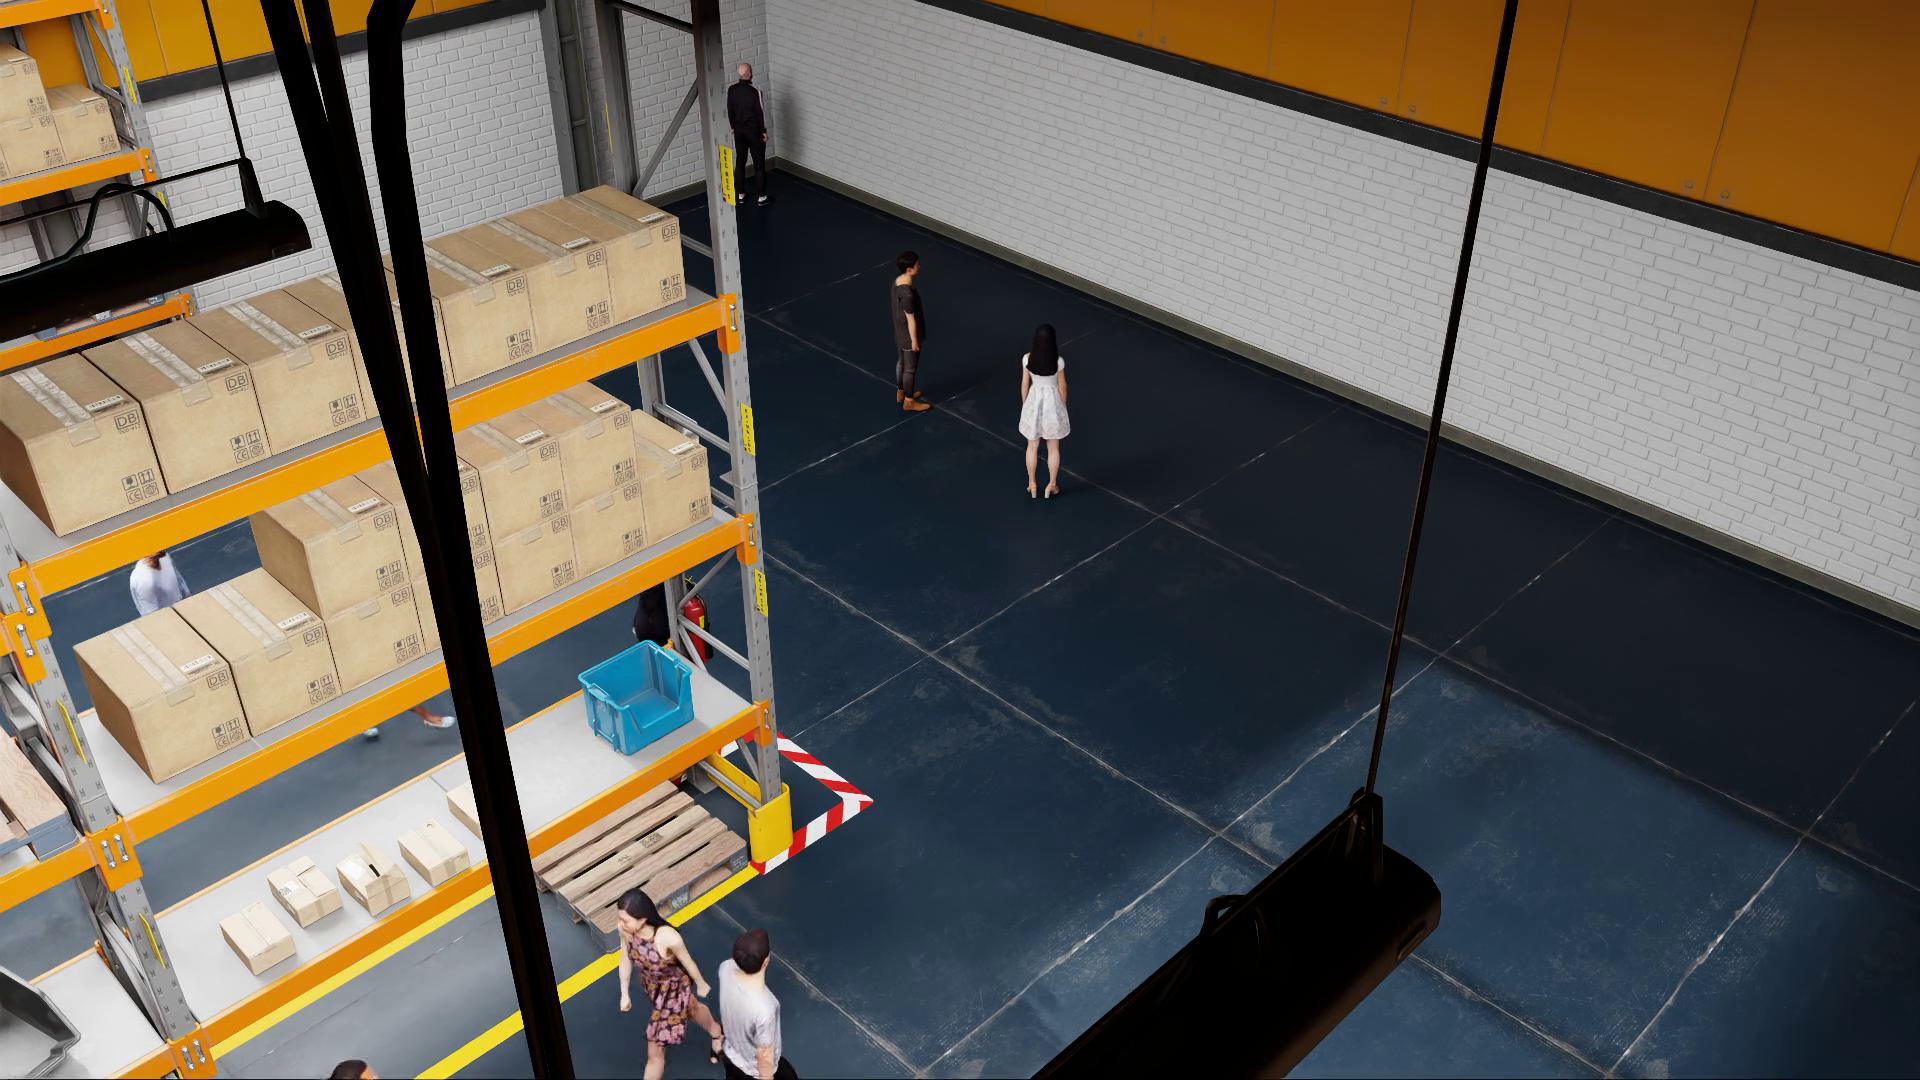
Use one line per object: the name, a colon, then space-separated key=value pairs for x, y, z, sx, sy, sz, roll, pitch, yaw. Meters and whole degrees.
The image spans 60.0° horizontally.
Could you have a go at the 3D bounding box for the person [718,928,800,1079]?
person: x=-1.226 y=2.916 z=9.182 sx=1.157 sy=1.813 sz=0.672 roll=-25 pitch=41 yaw=-32

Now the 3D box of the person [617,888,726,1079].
person: x=-1.648 y=2.611 z=9.741 sx=0.797 sy=1.702 sz=1.194 roll=14 pitch=36 yaw=20

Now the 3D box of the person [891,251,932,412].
person: x=-0.533 y=-2.129 z=16.859 sx=0.704 sy=1.717 sz=0.705 roll=-10 pitch=35 yaw=-15

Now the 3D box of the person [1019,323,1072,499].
person: x=0.777 y=-1.191 z=15.395 sx=0.770 sy=1.776 sz=0.807 roll=7 pitch=34 yaw=10

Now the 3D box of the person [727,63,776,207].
person: x=-2.723 y=-5.224 z=21.408 sx=0.761 sy=1.836 sz=0.728 roll=12 pitch=35 yaw=18
